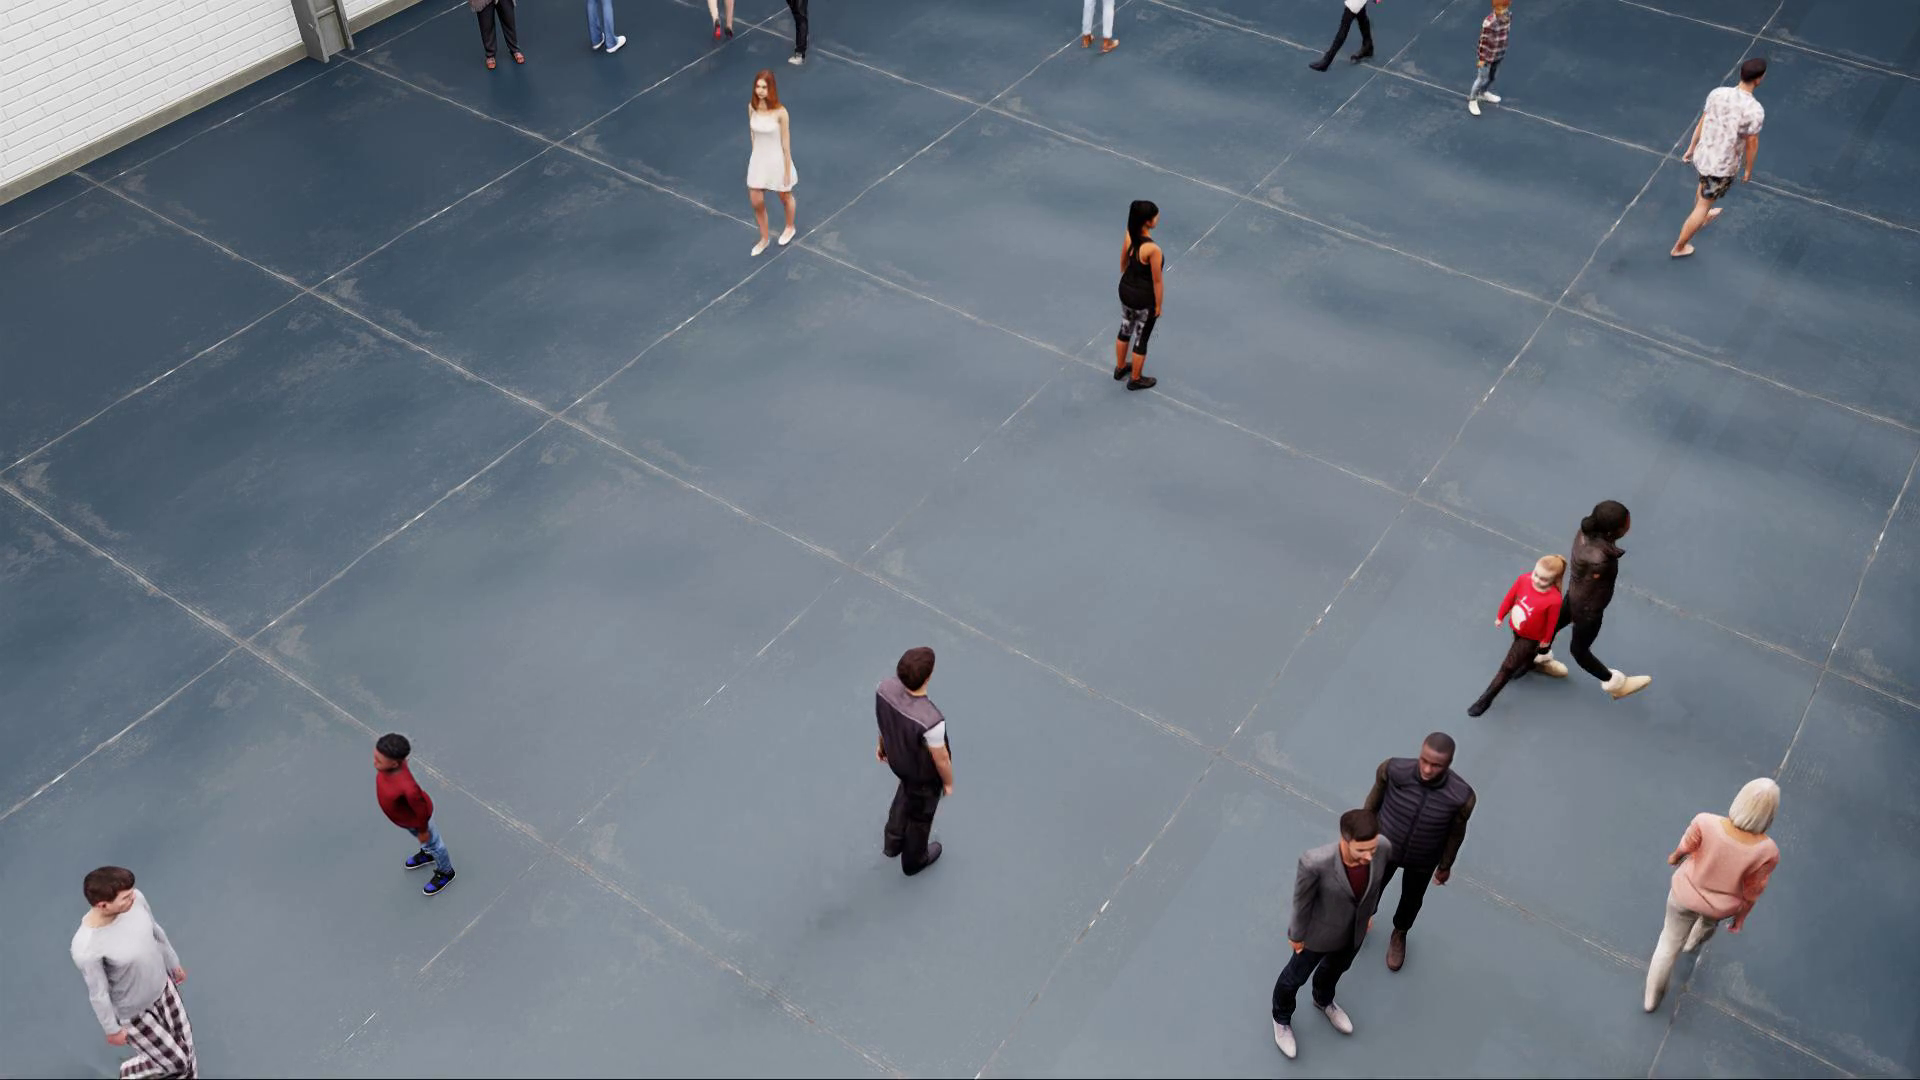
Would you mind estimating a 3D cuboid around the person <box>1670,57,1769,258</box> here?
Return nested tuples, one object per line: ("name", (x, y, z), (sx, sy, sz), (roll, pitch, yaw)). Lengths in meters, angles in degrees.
("person", (6.447, -3.243, 14.270), (1.161, 1.784, 0.949), (-24, 49, -23))

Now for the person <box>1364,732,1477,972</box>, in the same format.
("person", (2.439, 1.673, 9.072), (0.726, 1.836, 0.624), (18, 47, 18))

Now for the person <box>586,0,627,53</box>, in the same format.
("person", (-3.755, -5.892, 17.077), (0.641, 1.747, 0.627), (14, 45, 15))

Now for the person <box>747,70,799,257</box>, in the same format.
("person", (-1.584, -3.315, 14.413), (0.655, 1.691, 0.826), (18, 47, 18))

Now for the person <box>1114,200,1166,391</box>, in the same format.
("person", (1.394, -1.923, 12.970), (0.621, 1.665, 0.649), (-25, 49, -24))

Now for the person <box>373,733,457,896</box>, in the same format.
("person", (-3.165, 1.555, 9.617), (0.562, 1.255, 0.559), (-28, 50, -26))

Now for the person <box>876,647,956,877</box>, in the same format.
("person", (-0.322, 1.319, 9.444), (0.716, 1.836, 0.735), (-34, 53, -30))

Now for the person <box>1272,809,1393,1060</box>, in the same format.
("person", (1.942, 2.008, 8.692), (0.736, 1.874, 0.841), (-16, 46, -16))

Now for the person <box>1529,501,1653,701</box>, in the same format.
("person", (4.097, 0.404, 10.538), (0.977, 1.650, 0.837), (-29, 51, -27))

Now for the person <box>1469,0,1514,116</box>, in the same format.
("person", (5.183, -4.788, 16.257), (0.772, 1.280, 0.608), (33, 53, 30))

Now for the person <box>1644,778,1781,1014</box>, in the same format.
("person", (3.960, 1.958, 8.876), (0.697, 1.693, 0.995), (18, 46, 18))

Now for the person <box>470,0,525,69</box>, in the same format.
("person", (-4.761, -5.617, 16.888), (0.739, 1.609, 0.815), (-18, 47, -18))

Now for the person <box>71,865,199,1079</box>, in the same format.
("person", (-4.230, 2.286, 8.441), (0.887, 1.818, 0.819), (12, 45, 13))

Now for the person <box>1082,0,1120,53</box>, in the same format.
("person", (1.453, -5.911, 17.033), (0.686, 1.836, 0.580), (19, 47, 19))

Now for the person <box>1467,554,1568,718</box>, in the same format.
("person", (3.679, 0.546, 10.683), (1.005, 1.245, 0.728), (-24, 49, -23))

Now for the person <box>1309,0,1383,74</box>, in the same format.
("person", (4.106, -5.604, 16.771), (1.232, 1.753, 1.007), (-20, 47, -20))
